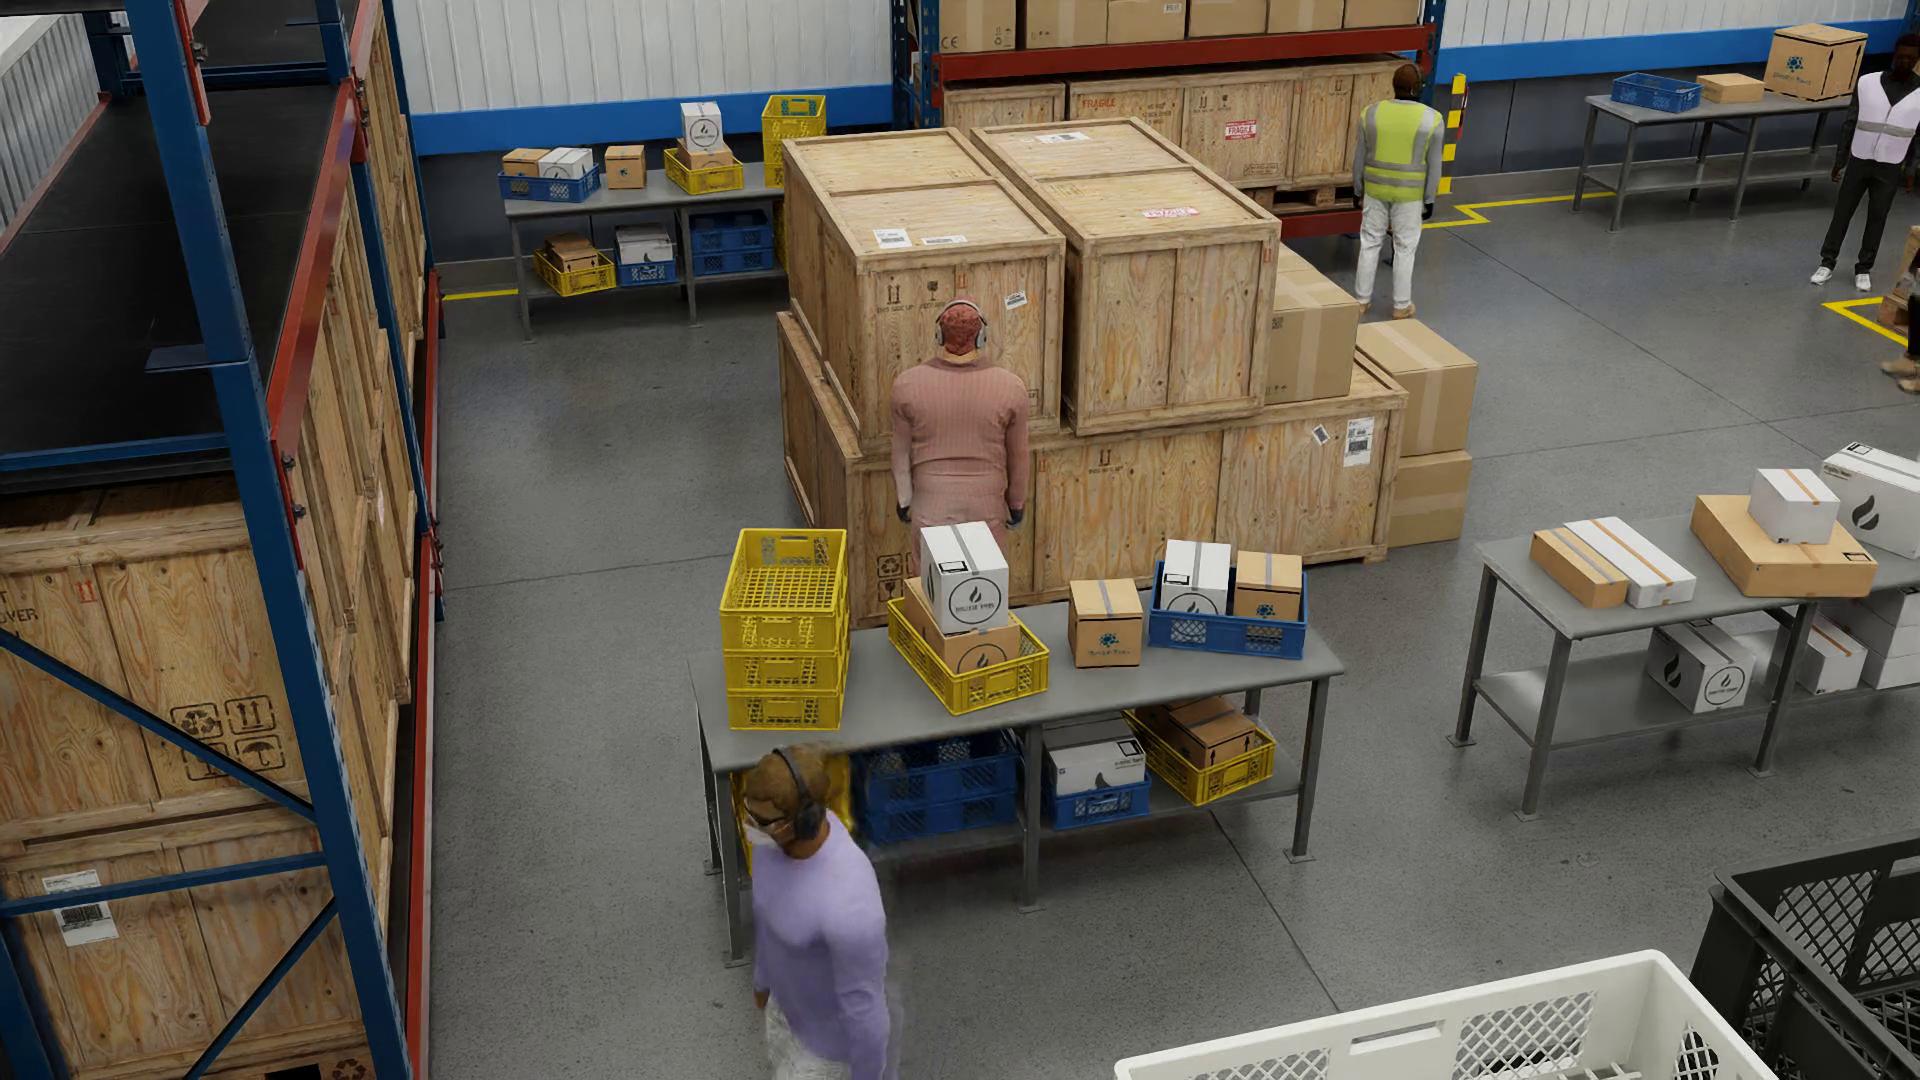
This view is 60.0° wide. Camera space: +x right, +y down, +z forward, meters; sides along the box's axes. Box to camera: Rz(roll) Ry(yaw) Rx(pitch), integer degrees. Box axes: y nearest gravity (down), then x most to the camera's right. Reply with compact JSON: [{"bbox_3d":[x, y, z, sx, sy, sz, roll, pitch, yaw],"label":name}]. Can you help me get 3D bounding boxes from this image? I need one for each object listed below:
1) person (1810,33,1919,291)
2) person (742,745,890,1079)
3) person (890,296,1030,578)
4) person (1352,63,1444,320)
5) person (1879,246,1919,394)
[{"bbox_3d":[6.927,-2.853,12.569,0.591,1.922,0.393,15,32,25],"label":"person"},{"bbox_3d":[-0.447,1.403,4.839,0.446,1.922,0.639,-13,32,-23],"label":"person"},{"bbox_3d":[0.003,-0.225,7.830,0.644,1.898,0.398,1,29,1],"label":"person"},{"bbox_3d":[3.139,-2.506,12.024,0.624,1.840,0.430,14,32,23],"label":"person"},{"bbox_3d":[6.342,-1.773,10.848,0.546,1.673,0.586,-23,36,-36],"label":"person"}]
